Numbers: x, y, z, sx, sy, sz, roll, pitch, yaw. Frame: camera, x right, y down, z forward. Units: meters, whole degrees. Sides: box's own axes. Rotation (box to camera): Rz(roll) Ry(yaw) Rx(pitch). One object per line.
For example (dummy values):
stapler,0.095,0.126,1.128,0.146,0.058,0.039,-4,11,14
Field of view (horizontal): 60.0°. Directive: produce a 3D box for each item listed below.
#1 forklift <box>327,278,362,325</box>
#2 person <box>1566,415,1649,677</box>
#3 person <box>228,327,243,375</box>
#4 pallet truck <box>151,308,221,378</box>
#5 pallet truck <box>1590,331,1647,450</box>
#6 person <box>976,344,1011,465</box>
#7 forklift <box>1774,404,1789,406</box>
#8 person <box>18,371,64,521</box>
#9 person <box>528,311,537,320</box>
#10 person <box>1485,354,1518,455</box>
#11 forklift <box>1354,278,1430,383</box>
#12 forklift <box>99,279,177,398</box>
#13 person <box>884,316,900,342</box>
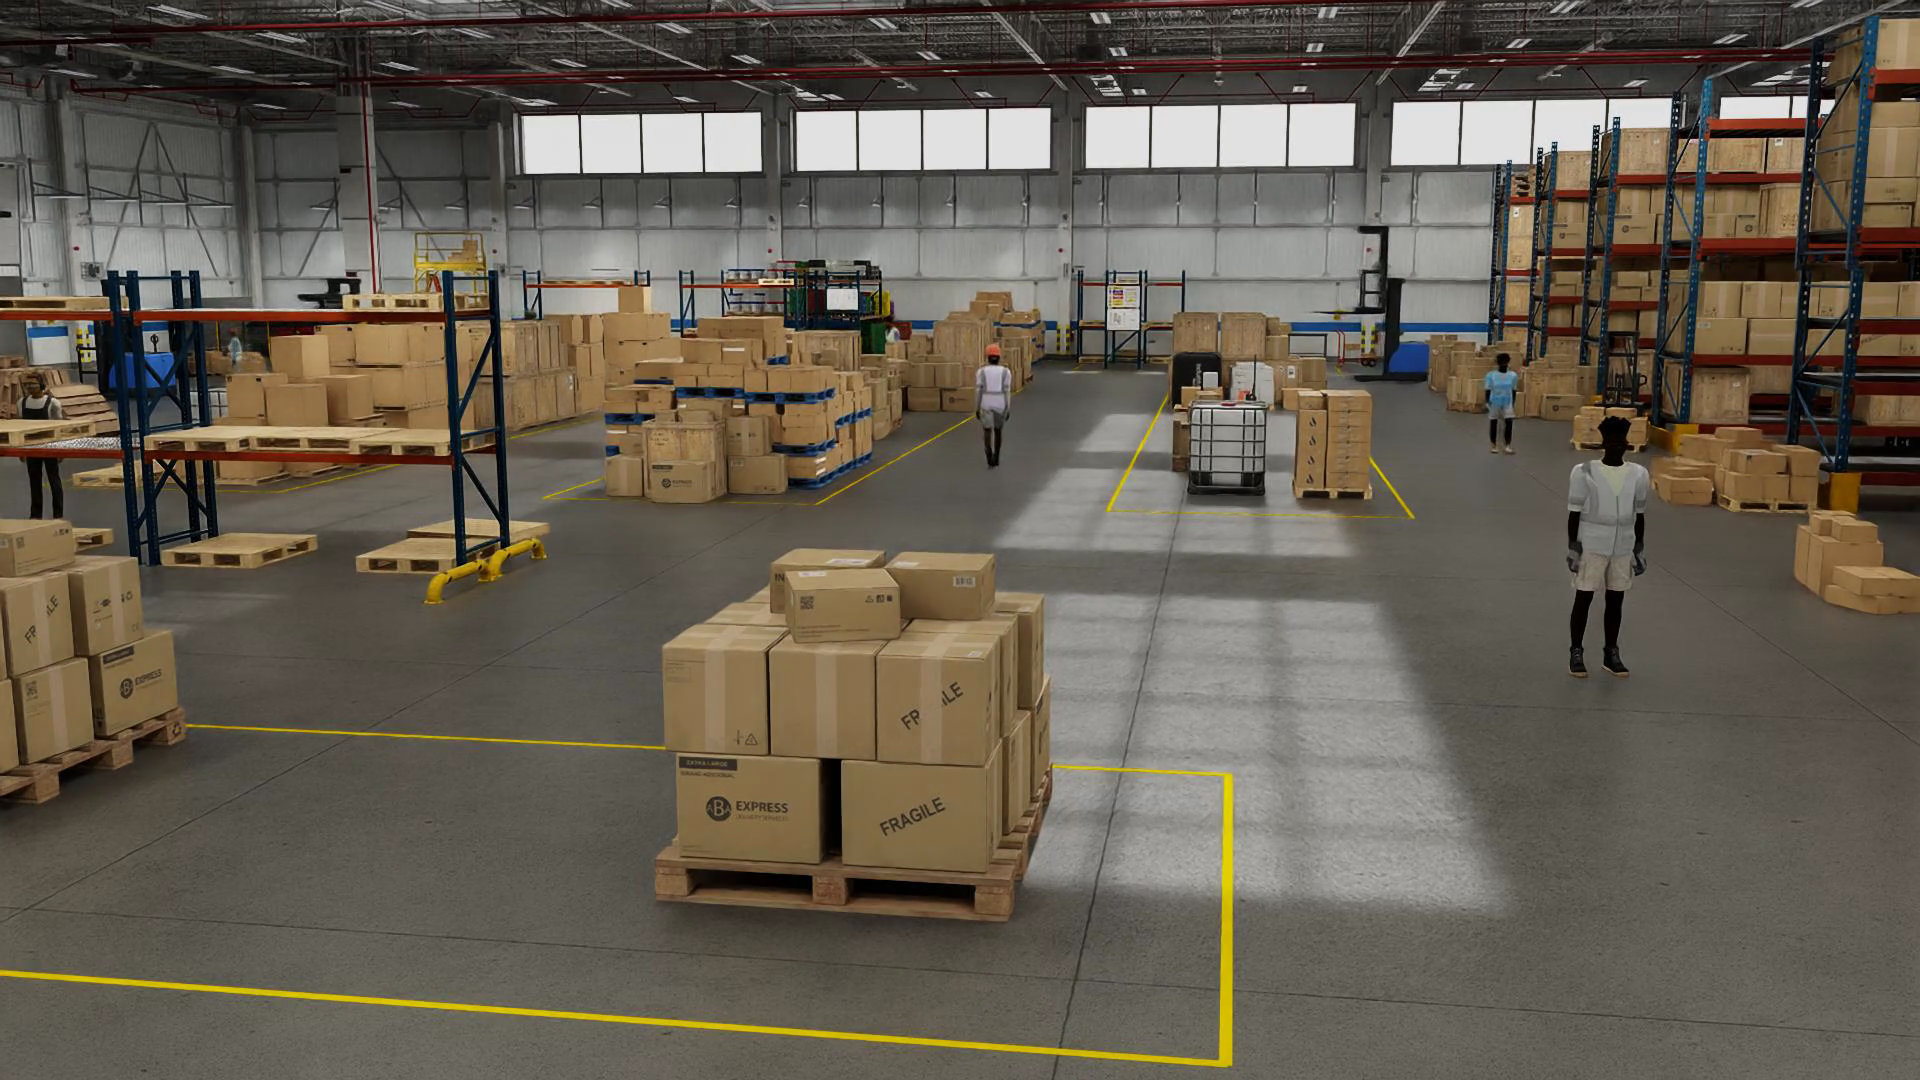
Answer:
forklift,-15.872,-5.380,43.097,1.129,2.768,1.873,5,11,30
person,4.825,0.050,12.414,0.604,1.966,0.367,0,9,-2
person,-18.030,-4.471,41.354,0.363,1.625,0.516,-5,10,-27
pallet truck,-21.869,-5.598,47.154,0.823,1.965,1.885,4,10,26
pallet truck,11.253,-2.573,28.499,0.823,1.965,1.885,5,10,27
person,0.515,-2.066,25.658,0.543,1.915,0.742,0,9,2
forklift,18.535,-4.234,36.028,1.129,2.768,1.873,1,9,9
person,-10.894,-1.074,19.719,0.504,1.847,0.344,0,9,-3
person,-12.121,-5.531,47.146,0.629,1.887,1.060,5,11,29
person,8.906,-2.225,27.337,0.548,1.664,0.776,1,9,3
forklift,11.684,-5.662,44.836,1.873,2.768,1.129,1,9,9
forklift,-19.606,-4.720,39.027,1.873,2.768,1.129,1,9,9
person,-1.706,-4.704,41.970,0.547,1.895,0.681,-5,11,-30
